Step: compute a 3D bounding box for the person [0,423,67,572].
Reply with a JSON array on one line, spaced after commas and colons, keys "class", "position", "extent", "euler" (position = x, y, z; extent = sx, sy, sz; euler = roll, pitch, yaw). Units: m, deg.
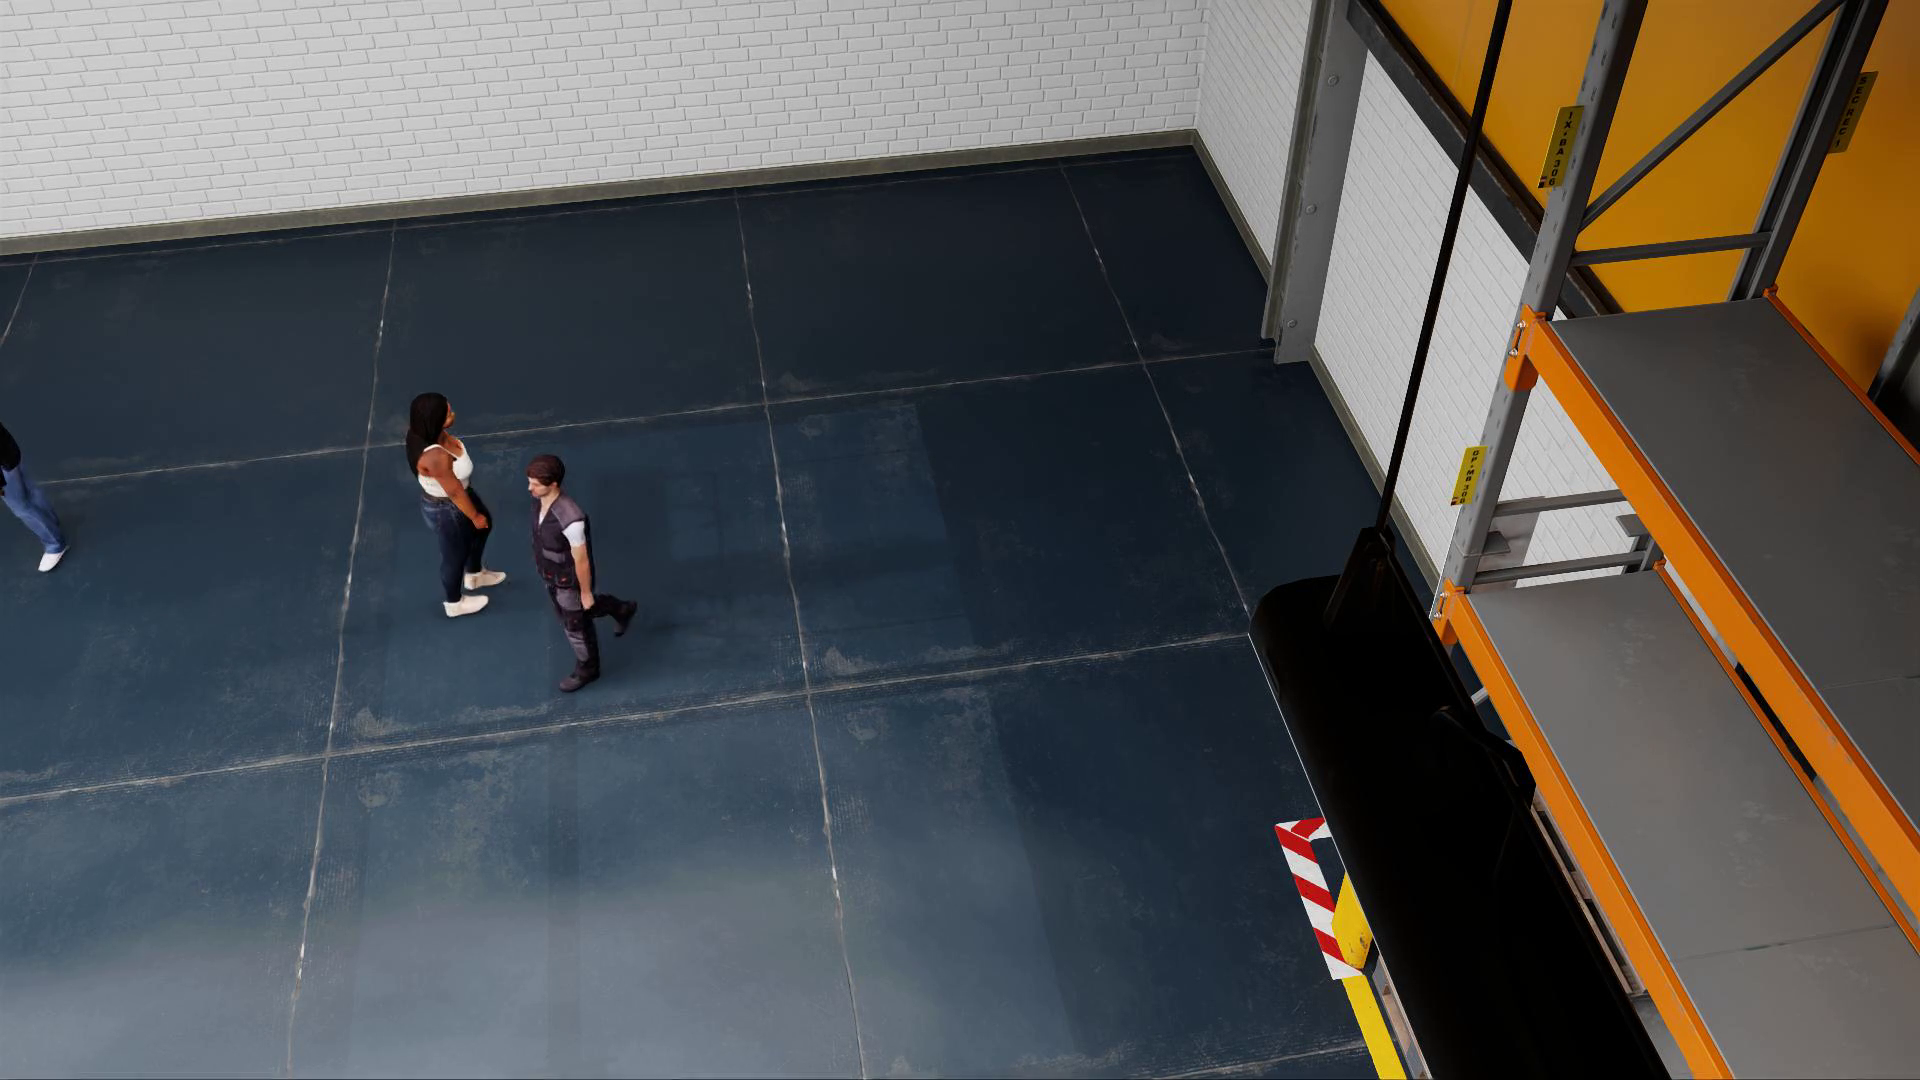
[{"class": "person", "position": [-6.388, -0.582, 11.103], "extent": [0.889, 1.717, 0.666], "euler": [-14, 45, -14]}]

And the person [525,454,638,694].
[{"class": "person", "position": [-2.327, 0.155, 10.241], "extent": [0.972, 1.838, 0.984], "euler": [-30, 51, -28]}]

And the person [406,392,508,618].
[{"class": "person", "position": [-3.362, -0.181, 10.625], "extent": [0.709, 1.795, 0.634], "euler": [-12, 45, -13]}]
